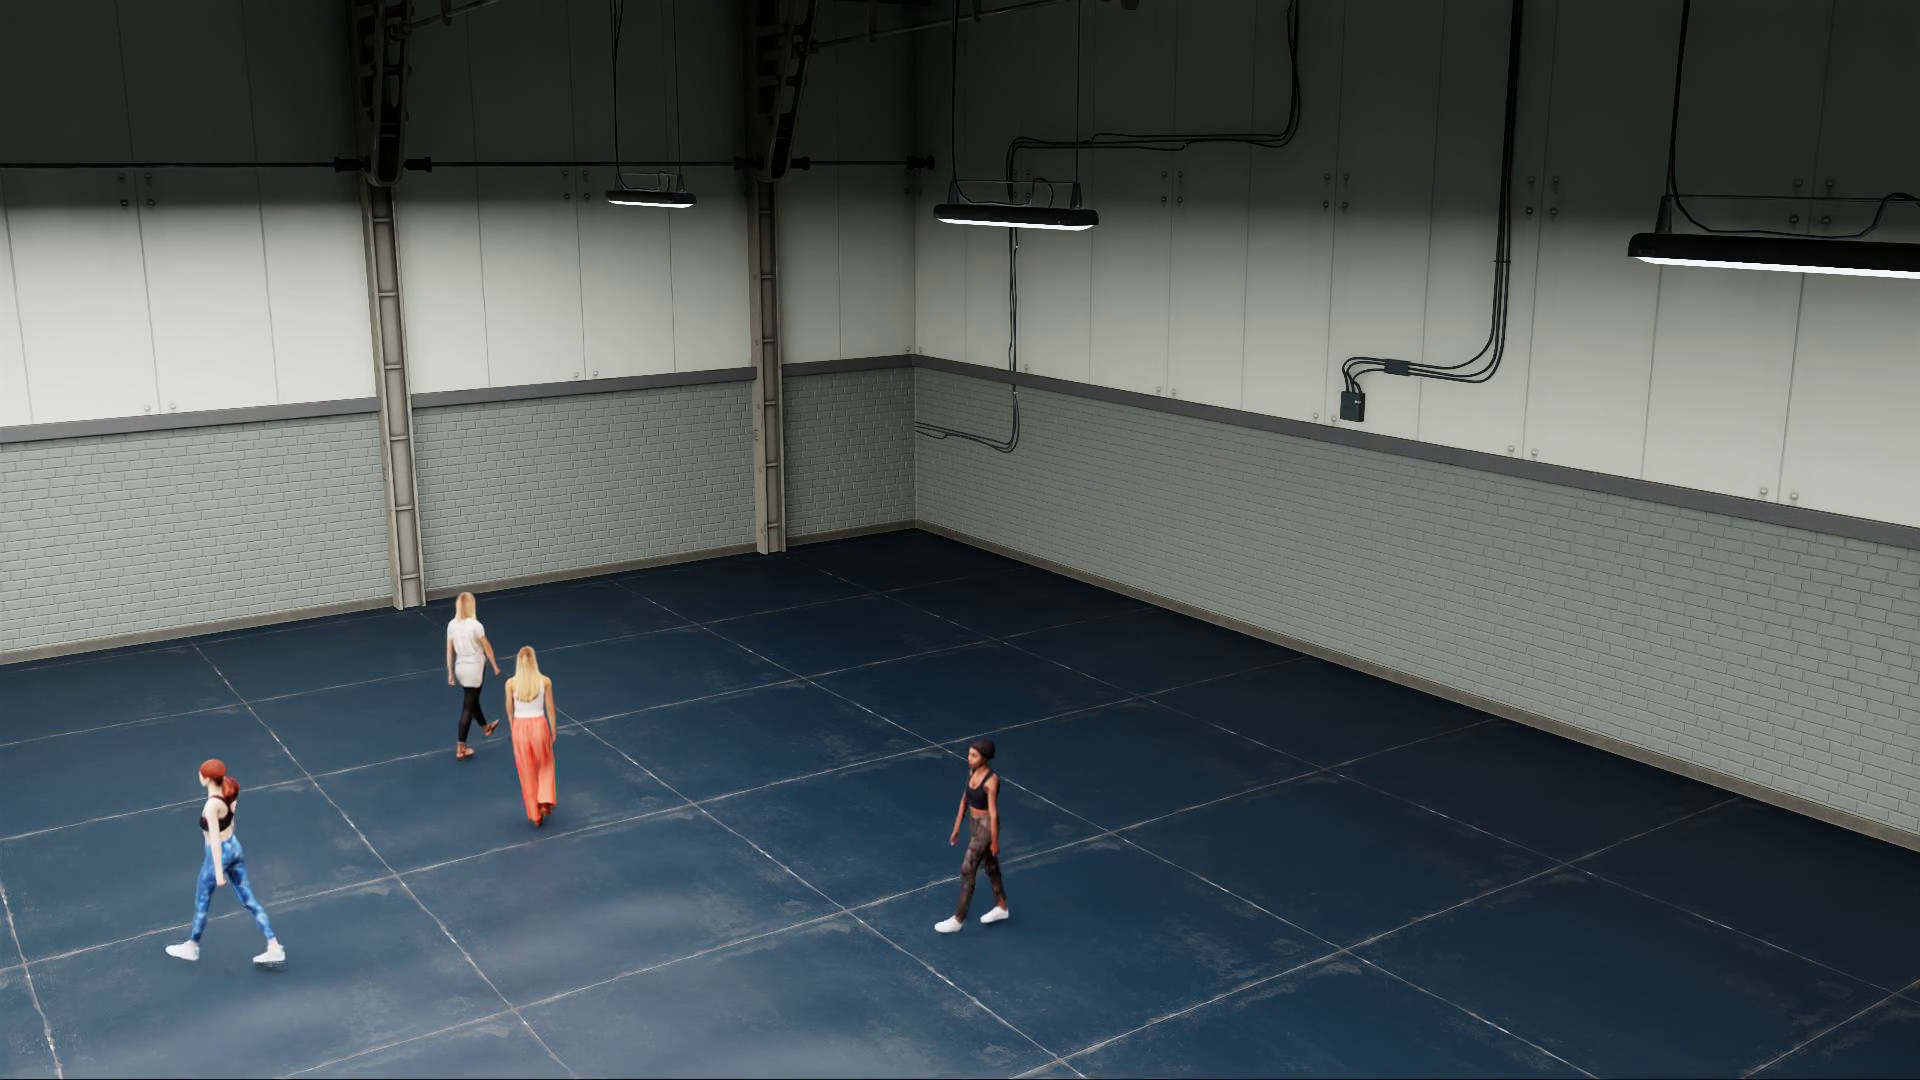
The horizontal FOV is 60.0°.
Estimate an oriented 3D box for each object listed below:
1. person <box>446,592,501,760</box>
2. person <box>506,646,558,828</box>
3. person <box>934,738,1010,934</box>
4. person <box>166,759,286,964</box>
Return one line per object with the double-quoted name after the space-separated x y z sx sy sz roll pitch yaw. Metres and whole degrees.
-5.362 1.501 18.035 1.026 1.787 1.170 4 14 17 "person"
-4.174 1.938 16.140 0.794 1.789 0.830 -2 13 -10 "person"
0.273 2.470 14.097 1.013 1.675 0.697 -6 14 -23 "person"
-5.799 2.626 13.301 1.239 1.730 1.140 2 13 7 "person"
